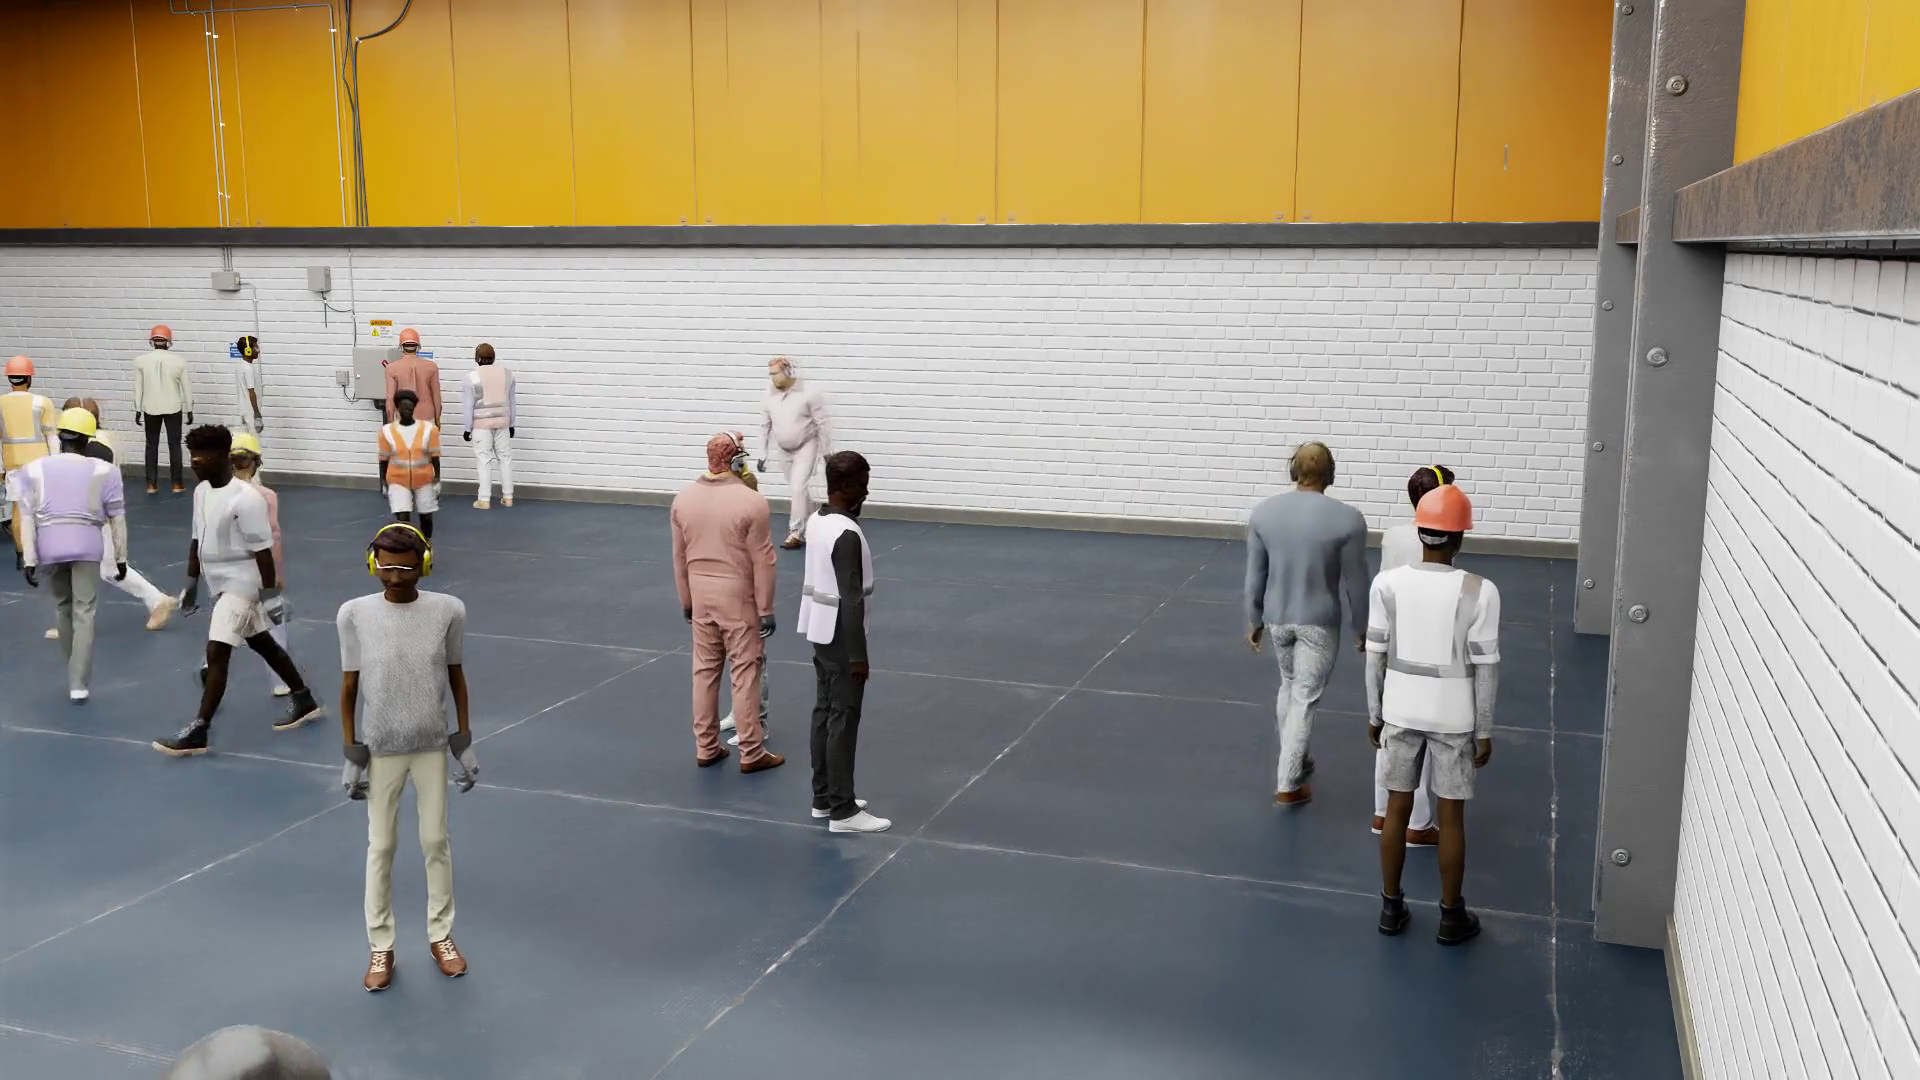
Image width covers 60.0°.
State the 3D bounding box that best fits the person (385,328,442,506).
[{"bbox_3d":[-6.146,-1.382,18.730,0.610,1.996,0.379,-6,12,-30],"label":"person"}]

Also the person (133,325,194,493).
[{"bbox_3d":[-9.411,-1.544,19.676,0.636,1.985,0.408,-4,11,-19],"label":"person"}]

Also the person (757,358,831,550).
[{"bbox_3d":[-1.629,-0.841,16.114,0.660,1.843,0.873,5,11,26],"label":"person"}]

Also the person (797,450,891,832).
[{"bbox_3d":[-0.604,0.505,8.337,0.392,1.914,0.589,-4,11,-22],"label":"person"}]

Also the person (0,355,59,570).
[{"bbox_3d":[-8.404,-0.691,15.004,0.545,1.938,0.359,-3,10,-14],"label":"person"}]

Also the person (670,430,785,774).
[{"bbox_3d":[-1.281,0.342,9.268,0.643,1.910,0.400,6,11,28],"label":"person"}]

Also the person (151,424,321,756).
[{"bbox_3d":[-4.260,0.261,9.750,0.591,1.910,1.053,10,14,44],"label":"person"}]

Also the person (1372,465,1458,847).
[{"bbox_3d":[2.247,0.561,8.143,0.319,1.870,0.521,-5,11,-26],"label":"person"}]

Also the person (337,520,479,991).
[{"bbox_3d":[-2.184,0.840,6.594,0.519,1.865,0.331,-4,11,-23],"label":"person"}]

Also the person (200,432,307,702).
[{"bbox_3d":[-4.576,0.195,10.574,0.545,1.735,0.666,3,10,15],"label":"person"}]

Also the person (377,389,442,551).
[{"bbox_3d":[-4.885,-0.526,14.789,0.541,1.679,0.593,-4,11,-19],"label":"person"}]

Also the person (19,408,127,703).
[{"bbox_3d":[-5.765,0.082,10.858,0.595,1.863,0.952,-3,11,-17],"label":"person"}]

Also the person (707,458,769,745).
[{"bbox_3d":[-1.319,0.334,9.793,0.313,1.738,0.483,-5,11,-25],"label":"person"}]

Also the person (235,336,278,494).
[{"bbox_3d":[-8.287,-1.455,19.500,0.328,1.870,0.513,-8,13,-37],"label":"person"}]

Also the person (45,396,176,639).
[{"bbox_3d":[-6.413,-0.172,12.432,0.812,1.819,0.624,-7,12,-36],"label":"person"}]

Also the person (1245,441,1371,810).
[{"bbox_3d":[1.874,0.426,8.797,0.632,1.907,0.842,8,13,38],"label":"person"}]

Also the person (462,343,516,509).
[{"bbox_3d":[-5.243,-1.268,18.519,0.619,1.845,0.430,-8,13,-39],"label":"person"}]

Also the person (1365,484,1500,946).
[{"bbox_3d":[1.981,0.730,6.997,0.547,1.937,0.379,6,12,31],"label":"person"}]
